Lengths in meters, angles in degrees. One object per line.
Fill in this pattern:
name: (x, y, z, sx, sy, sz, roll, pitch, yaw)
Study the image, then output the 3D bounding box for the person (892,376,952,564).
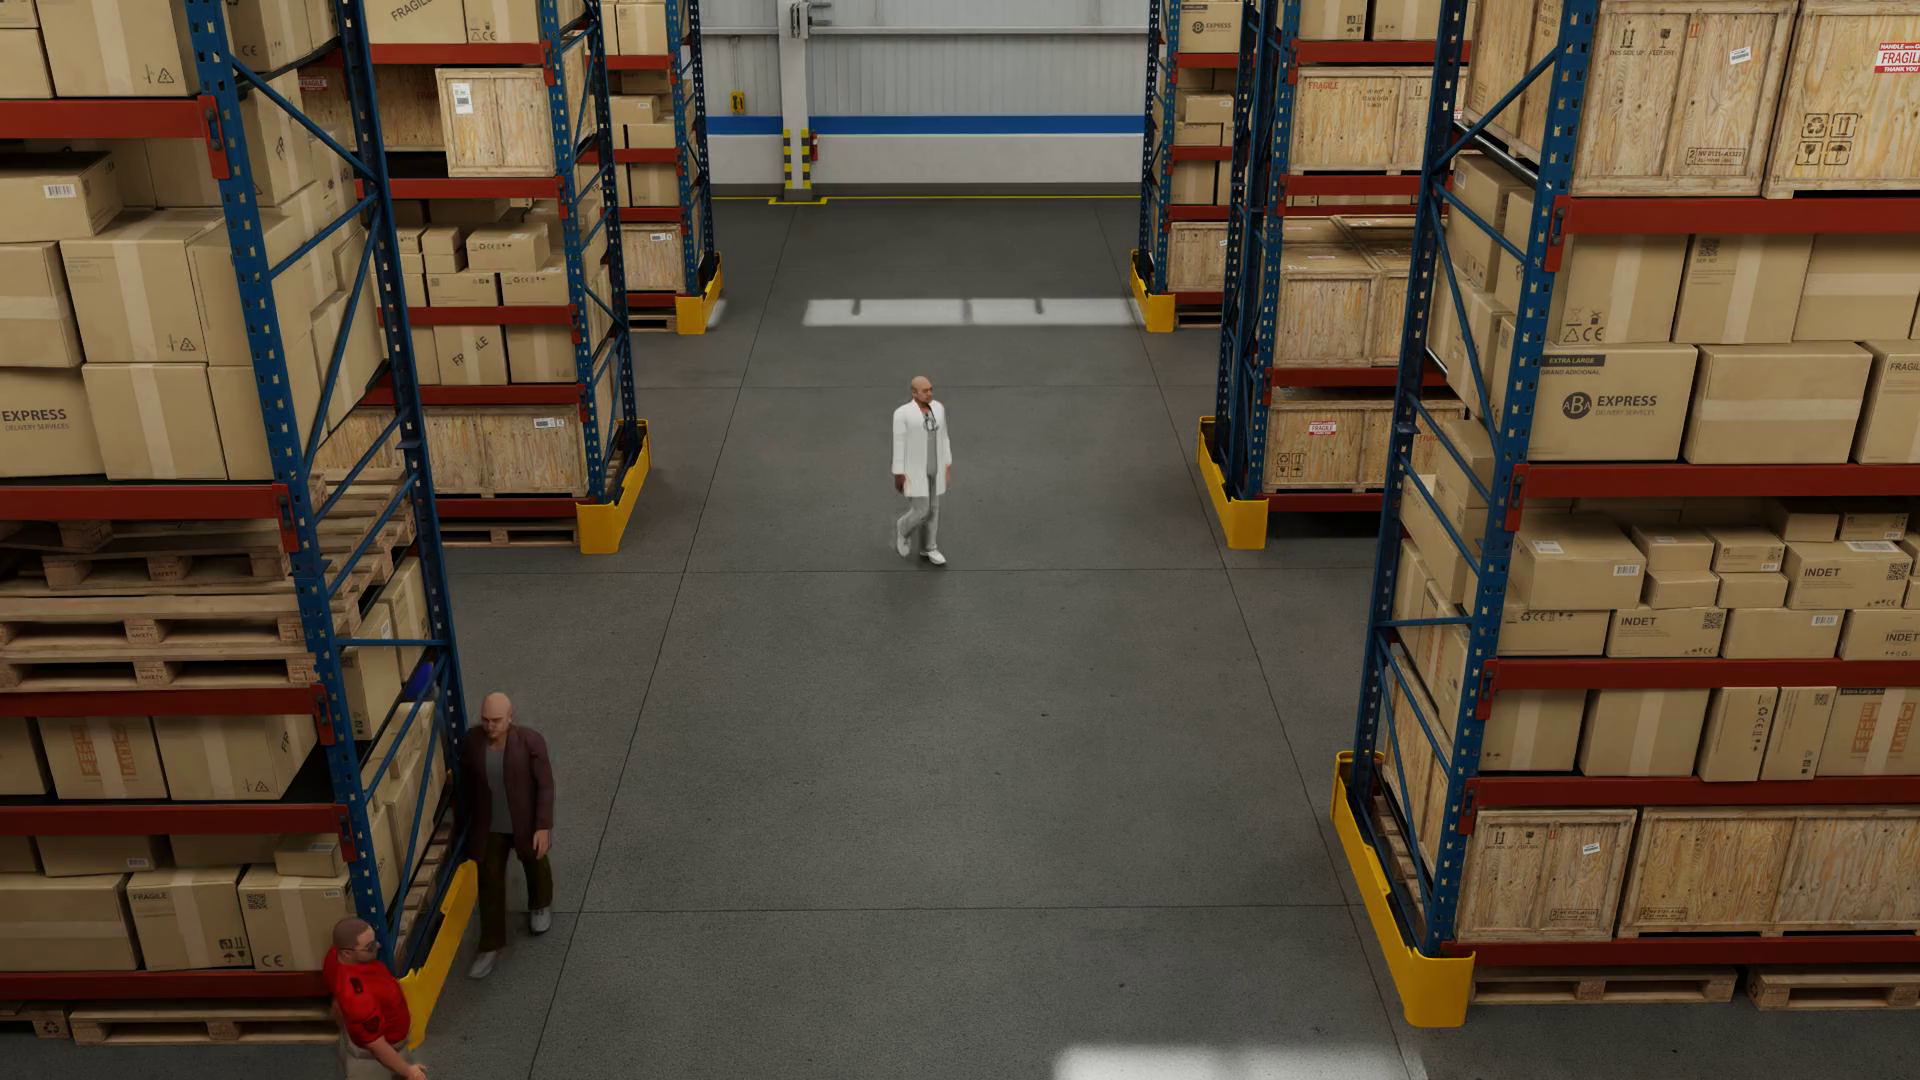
person: (-0.338, -0.642, 15.197, 0.603, 1.783, 0.553, -17, 30, -32)

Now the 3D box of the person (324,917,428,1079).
person: (-2.883, 2.591, 8.369, 0.545, 1.751, 0.566, -14, 28, -27)

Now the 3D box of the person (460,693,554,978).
person: (-2.752, 1.743, 10.097, 0.600, 1.761, 0.900, 1, 25, 1)

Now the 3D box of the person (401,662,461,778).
person: (-3.697, 1.178, 11.480, 0.701, 1.652, 0.479, 10, 27, 20)
